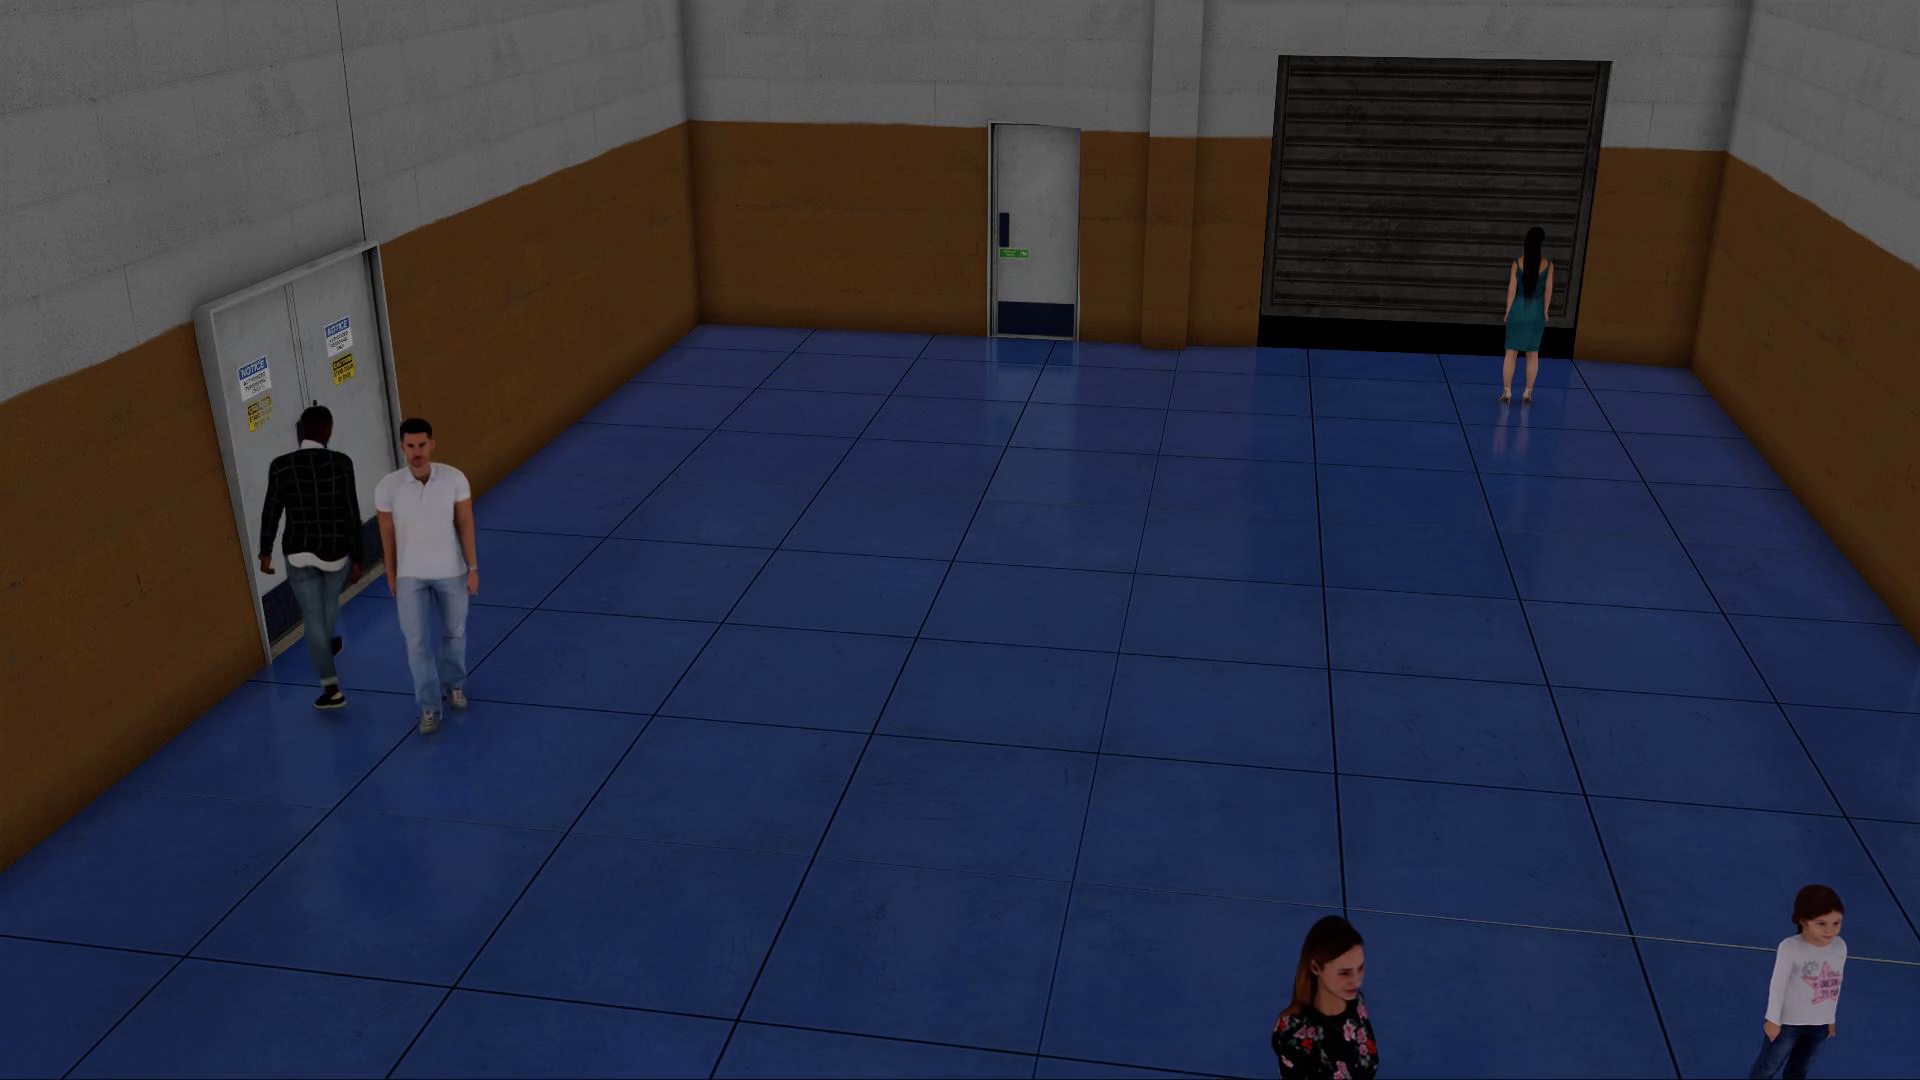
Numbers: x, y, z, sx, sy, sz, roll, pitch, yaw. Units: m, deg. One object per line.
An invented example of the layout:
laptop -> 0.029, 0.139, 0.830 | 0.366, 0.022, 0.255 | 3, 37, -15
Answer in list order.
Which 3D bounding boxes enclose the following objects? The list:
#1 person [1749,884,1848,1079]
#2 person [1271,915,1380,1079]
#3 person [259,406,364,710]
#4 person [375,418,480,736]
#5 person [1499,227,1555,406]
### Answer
person -> 3.282, 1.835, 6.497 | 0.488, 1.110, 0.570 | -4, 22, -9
person -> 1.140, 1.955, 5.430 | 0.677, 1.683, 0.656 | 20, 29, 40
person -> -3.781, 0.145, 9.835 | 1.285, 1.757, 1.248 | -11, 24, -26
person -> -3.089, 0.149, 9.712 | 0.943, 1.841, 0.964 | -8, 23, -19
person -> 5.265, -2.080, 15.466 | 0.413, 1.687, 0.596 | 4, 22, 9
